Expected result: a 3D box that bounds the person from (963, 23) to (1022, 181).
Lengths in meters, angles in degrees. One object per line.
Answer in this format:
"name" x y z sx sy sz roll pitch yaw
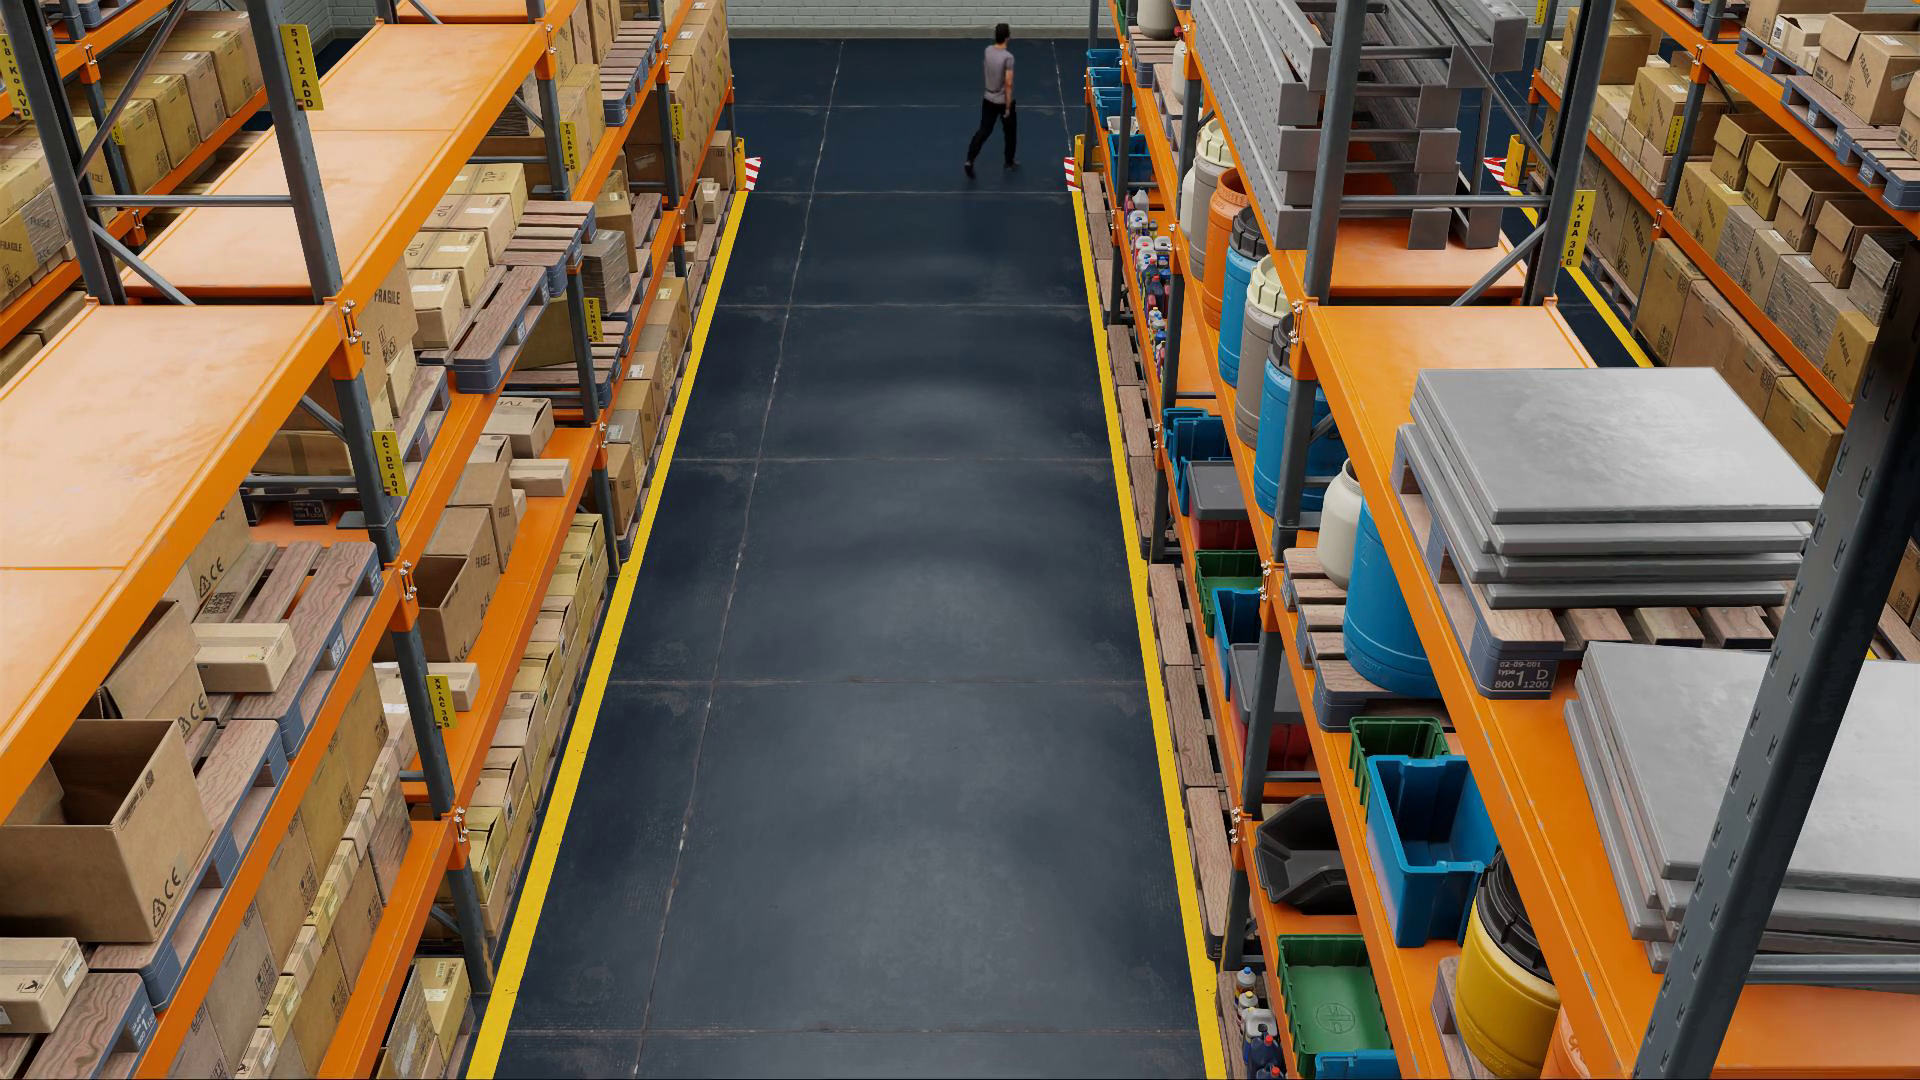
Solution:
"person" 0.376 -4.924 18.779 1.068 1.723 1.205 22 39 30
